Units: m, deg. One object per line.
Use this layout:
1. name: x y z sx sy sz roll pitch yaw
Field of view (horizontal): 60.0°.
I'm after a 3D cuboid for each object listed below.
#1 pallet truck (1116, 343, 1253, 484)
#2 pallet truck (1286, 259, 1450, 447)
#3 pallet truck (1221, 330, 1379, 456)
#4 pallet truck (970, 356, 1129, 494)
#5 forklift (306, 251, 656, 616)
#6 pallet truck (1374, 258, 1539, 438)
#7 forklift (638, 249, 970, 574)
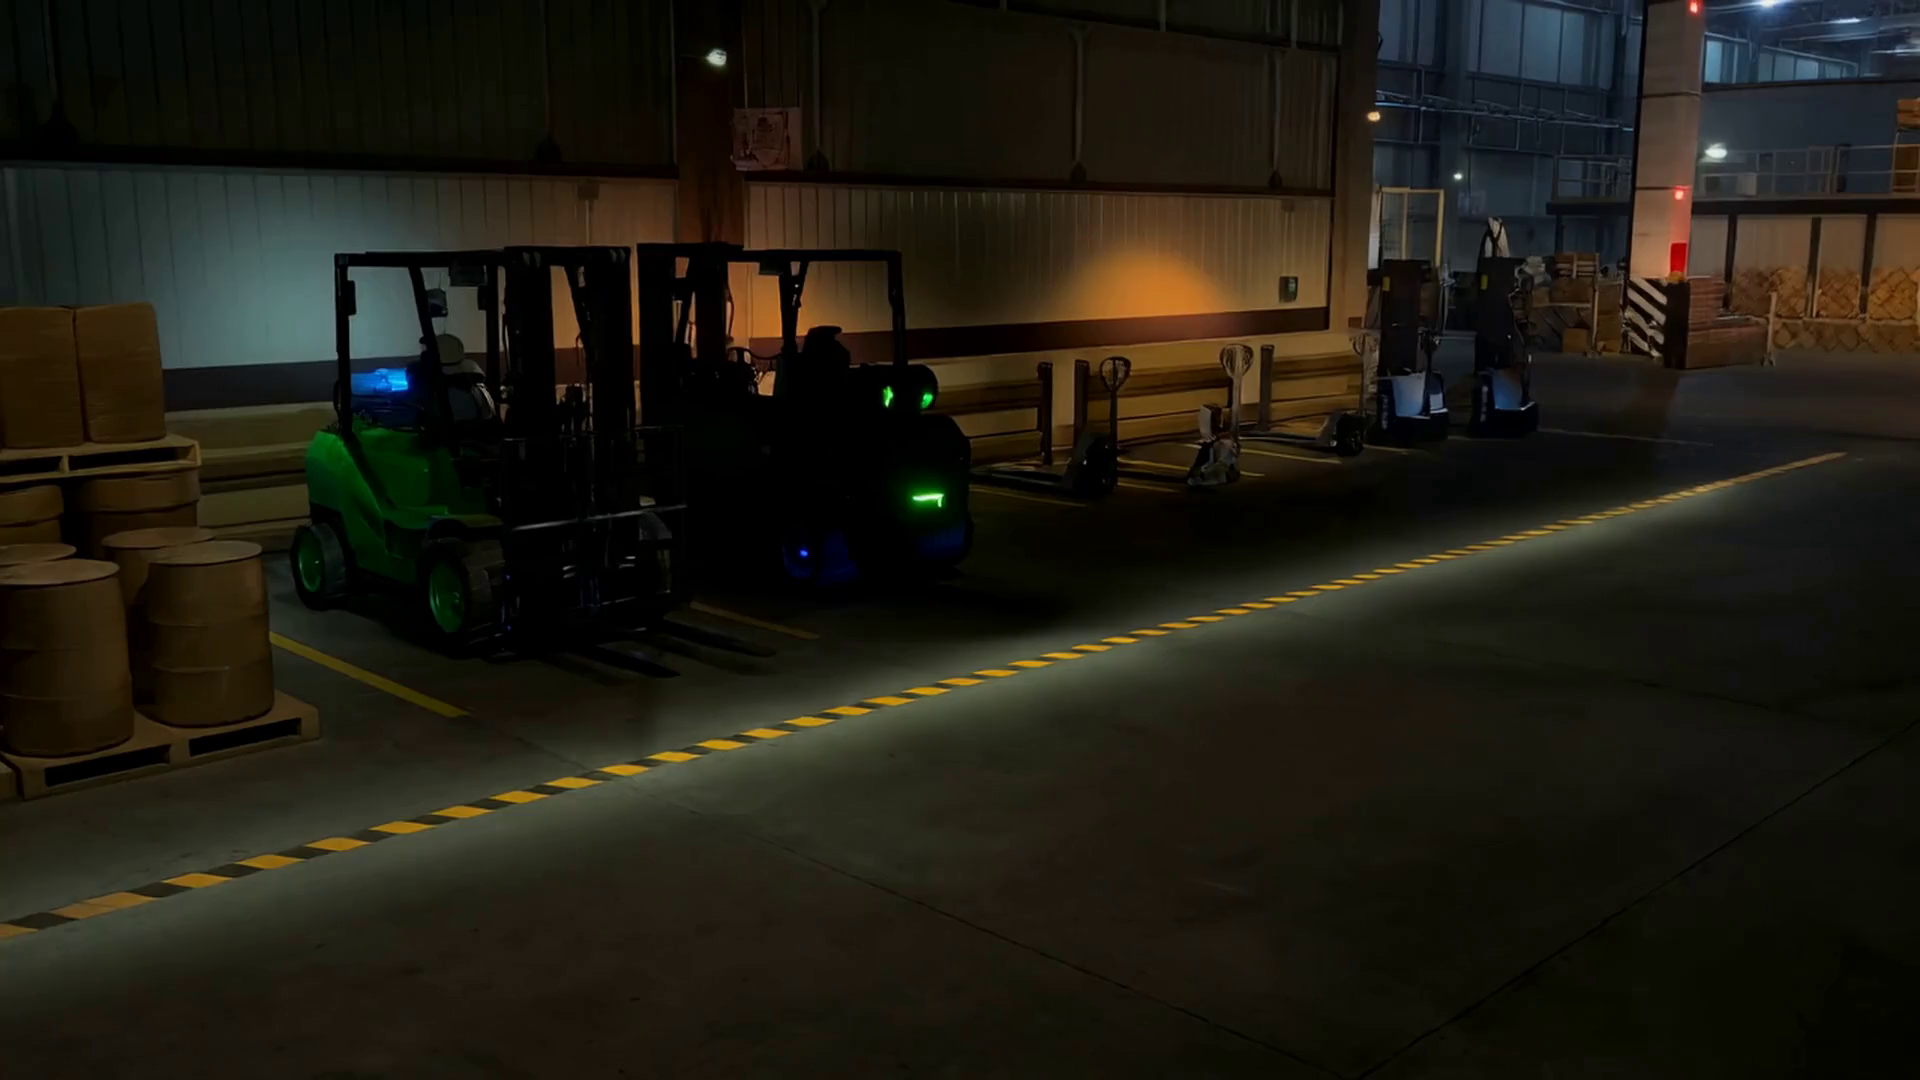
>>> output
1. pallet truck: 1.962 -1.215 15.415 1.522 1.261 0.704 10 14 43
2. pallet truck: 4.493 -2.078 18.196 0.823 1.965 1.885 -9 14 -40
3. pallet truck: 3.563 -1.581 17.381 0.653 1.274 1.630 -10 14 -44
4. pallet truck: 0.784 -1.085 14.876 0.680 1.201 1.601 -10 14 -44
5. forklift: -2.833 -0.669 9.694 1.157 1.987 2.680 -10 14 -44
6. pallet truck: 5.704 -2.208 18.901 1.885 1.965 0.823 10 14 43
7. forklift: -1.173 -0.958 11.239 2.680 1.987 1.157 10 14 43
